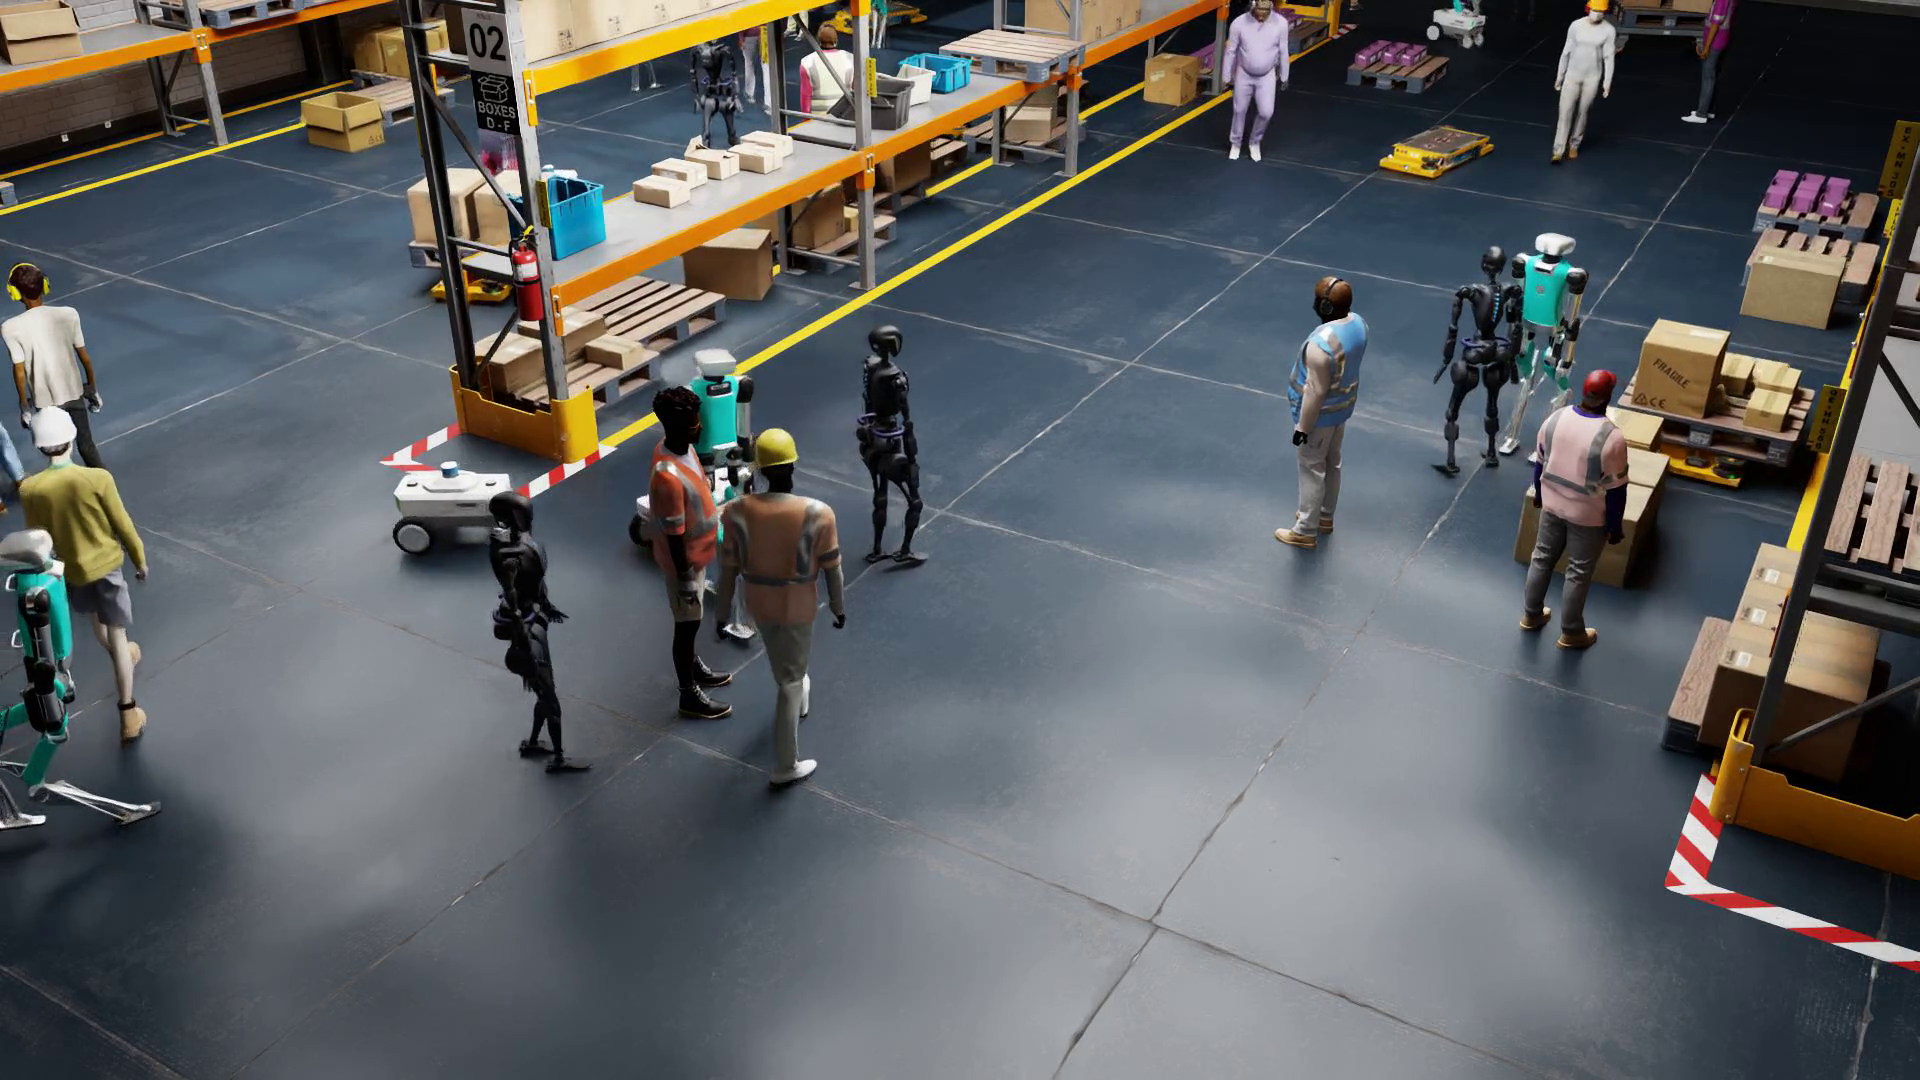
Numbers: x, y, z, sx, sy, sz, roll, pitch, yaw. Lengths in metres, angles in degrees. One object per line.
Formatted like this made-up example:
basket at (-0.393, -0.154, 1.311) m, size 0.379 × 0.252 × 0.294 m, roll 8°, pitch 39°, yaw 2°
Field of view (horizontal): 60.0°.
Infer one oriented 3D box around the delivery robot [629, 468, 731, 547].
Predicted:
delivery robot at (-1.770, -0.183, 10.983) m, size 0.807 × 0.603 × 0.499 m, roll -24°, pitch 37°, yaw -36°

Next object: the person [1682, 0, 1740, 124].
person at (8.999, -5.907, 19.794) m, size 0.322 × 1.843 × 0.506 m, roll 22°, pitch 36°, yaw 34°

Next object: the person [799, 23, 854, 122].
person at (-1.325, -4.332, 17.008) m, size 0.623 × 1.844 × 0.431 m, roll -8°, pitch 30°, yaw -13°

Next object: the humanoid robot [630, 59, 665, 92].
humanoid robot at (-3.993, -6.543, 21.034) m, size 0.570 × 1.786 × 0.875 m, roll 6°, pitch 30°, yaw 10°

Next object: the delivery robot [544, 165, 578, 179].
delivery robot at (-4.123, -3.491, 16.812) m, size 0.499 × 0.580 × 0.756 m, roll 4°, pitch 30°, yaw 8°

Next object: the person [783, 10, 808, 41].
person at (-2.375, -8.001, 23.595) m, size 0.561 × 1.742 × 0.334 m, roll 26°, pitch 38°, yaw 38°

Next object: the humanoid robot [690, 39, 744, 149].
humanoid robot at (-2.647, -4.811, 18.056) m, size 0.612 × 1.629 × 0.760 m, roll 10°, pitch 31°, yaw 16°

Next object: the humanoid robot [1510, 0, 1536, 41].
humanoid robot at (8.036, -7.925, 23.533) m, size 0.593 × 1.640 × 0.372 m, roll 2°, pitch 30°, yaw 4°

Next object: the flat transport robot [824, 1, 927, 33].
flat transport robot at (-1.249, -7.734, 24.623) m, size 1.431 × 0.231 × 0.659 m, roll -22°, pitch 36°, yaw -34°

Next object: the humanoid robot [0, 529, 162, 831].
humanoid robot at (-4.606, 0.792, 8.089) m, size 1.007 × 1.755 × 0.541 m, roll -11°, pitch 31°, yaw -18°

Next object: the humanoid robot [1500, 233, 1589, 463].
humanoid robot at (4.203, -1.409, 11.876) m, size 0.535 × 1.726 × 0.732 m, roll 24°, pitch 37°, yaw 36°

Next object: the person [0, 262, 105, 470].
person at (-5.960, -0.931, 10.982) m, size 0.353 × 1.856 × 0.515 m, roll 21°, pitch 35°, yaw 32°

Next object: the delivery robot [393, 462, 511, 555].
delivery robot at (-3.380, -0.226, 11.069) m, size 0.810 × 0.612 × 0.499 m, roll -1°, pitch 29°, yaw -1°

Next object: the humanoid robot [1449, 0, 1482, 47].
humanoid robot at (7.088, -7.775, 23.314) m, size 0.543 × 1.902 × 0.727 m, roll -22°, pitch 36°, yaw -33°

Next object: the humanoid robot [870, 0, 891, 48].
humanoid robot at (-1.164, -7.719, 23.137) m, size 0.545 × 1.809 × 0.702 m, roll 19°, pitch 34°, yaw 30°

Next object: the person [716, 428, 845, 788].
person at (-0.933, 0.319, 8.763) m, size 0.632 × 1.861 × 0.967 m, roll 5°, pitch 30°, yaw 9°

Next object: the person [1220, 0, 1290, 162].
person at (3.250, -5.103, 18.340) m, size 0.774 × 1.871 × 0.553 m, roll 2°, pitch 30°, yaw 3°

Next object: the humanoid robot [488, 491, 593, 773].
humanoid robot at (-2.232, 0.454, 8.717) m, size 0.371 × 1.646 × 0.601 m, roll -2°, pitch 30°, yaw -3°

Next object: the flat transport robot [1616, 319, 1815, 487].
flat transport robot at (5.580, -0.811, 12.376) m, size 0.659 × 0.231 × 1.431 m, roll 17°, pitch 34°, yaw 27°

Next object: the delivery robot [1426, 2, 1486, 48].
delivery robot at (7.058, -7.311, 23.574) m, size 0.499 × 0.585 × 0.785 m, roll -22°, pitch 36°, yaw -34°

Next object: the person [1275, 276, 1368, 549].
person at (2.337, -0.827, 10.807) m, size 0.429 × 1.841 × 0.635 m, roll 21°, pitch 35°, yaw 32°

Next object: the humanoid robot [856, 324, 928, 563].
humanoid robot at (-0.438, -0.612, 10.591) m, size 0.385 × 1.655 × 0.589 m, roll -18°, pitch 34°, yaw -29°

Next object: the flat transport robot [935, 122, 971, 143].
flat transport robot at (-0.550, -4.716, 19.285) m, size 1.431 × 0.231 × 0.659 m, roll -5°, pitch 30°, yaw -9°

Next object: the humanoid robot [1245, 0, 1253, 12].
humanoid robot at (4.549, -8.774, 25.032) m, size 0.693 × 1.845 × 0.530 m, roll -3°, pitch 30°, yaw -5°

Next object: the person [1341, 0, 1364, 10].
person at (6.021, -9.011, 25.372) m, size 0.571 × 1.748 × 0.340 m, roll 25°, pitch 38°, yaw 36°

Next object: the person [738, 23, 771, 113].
person at (-2.484, -6.240, 20.321) m, size 0.513 × 1.892 × 1.000 m, roll -9°, pitch 31°, yaw -16°

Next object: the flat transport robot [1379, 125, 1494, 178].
flat transport robot at (5.365, -4.364, 18.662) m, size 0.659 × 0.231 × 1.431 m, roll 24°, pitch 37°, yaw 36°

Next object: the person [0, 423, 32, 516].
person at (-6.766, -1.108, 11.186) m, size 0.444 × 1.960 × 0.797 m, roll -2°, pitch 30°, yaw -3°

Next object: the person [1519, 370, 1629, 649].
person at (3.629, -0.183, 9.760) m, size 0.420 × 1.751 × 0.598 m, roll -20°, pitch 35°, yaw -31°

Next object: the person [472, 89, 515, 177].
person at (-4.561, -3.732, 16.194) m, size 0.520 × 1.590 × 0.774 m, roll 20°, pitch 35°, yaw 32°

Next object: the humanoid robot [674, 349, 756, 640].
humanoid robot at (-1.324, -0.218, 9.857) m, size 0.572 × 1.751 × 0.976 m, roll -21°, pitch 36°, yaw -32°

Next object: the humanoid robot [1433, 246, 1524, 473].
humanoid robot at (3.689, -1.255, 11.738) m, size 0.616 × 1.638 × 0.394 m, roll -4°, pitch 30°, yaw -7°

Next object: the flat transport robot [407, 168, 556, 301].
flat transport robot at (-4.313, -2.569, 15.487) m, size 0.659 × 0.231 × 1.431 m, roll 5°, pitch 30°, yaw 8°

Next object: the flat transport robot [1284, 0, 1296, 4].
flat transport robot at (4.697, -8.708, 26.347) m, size 1.431 × 0.231 × 0.659 m, roll 21°, pitch 36°, yaw 32°

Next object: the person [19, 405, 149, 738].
person at (-4.749, 0.135, 9.113) m, size 0.507 × 1.840 × 0.992 m, roll -9°, pitch 31°, yaw -16°

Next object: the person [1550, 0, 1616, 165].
person at (6.848, -5.049, 18.260) m, size 0.581 × 1.855 × 0.848 m, roll 11°, pitch 31°, yaw 18°

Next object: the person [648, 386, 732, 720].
person at (-1.489, 0.066, 9.106) m, size 0.363 × 1.961 × 0.611 m, roll -2°, pitch 30°, yaw -4°
